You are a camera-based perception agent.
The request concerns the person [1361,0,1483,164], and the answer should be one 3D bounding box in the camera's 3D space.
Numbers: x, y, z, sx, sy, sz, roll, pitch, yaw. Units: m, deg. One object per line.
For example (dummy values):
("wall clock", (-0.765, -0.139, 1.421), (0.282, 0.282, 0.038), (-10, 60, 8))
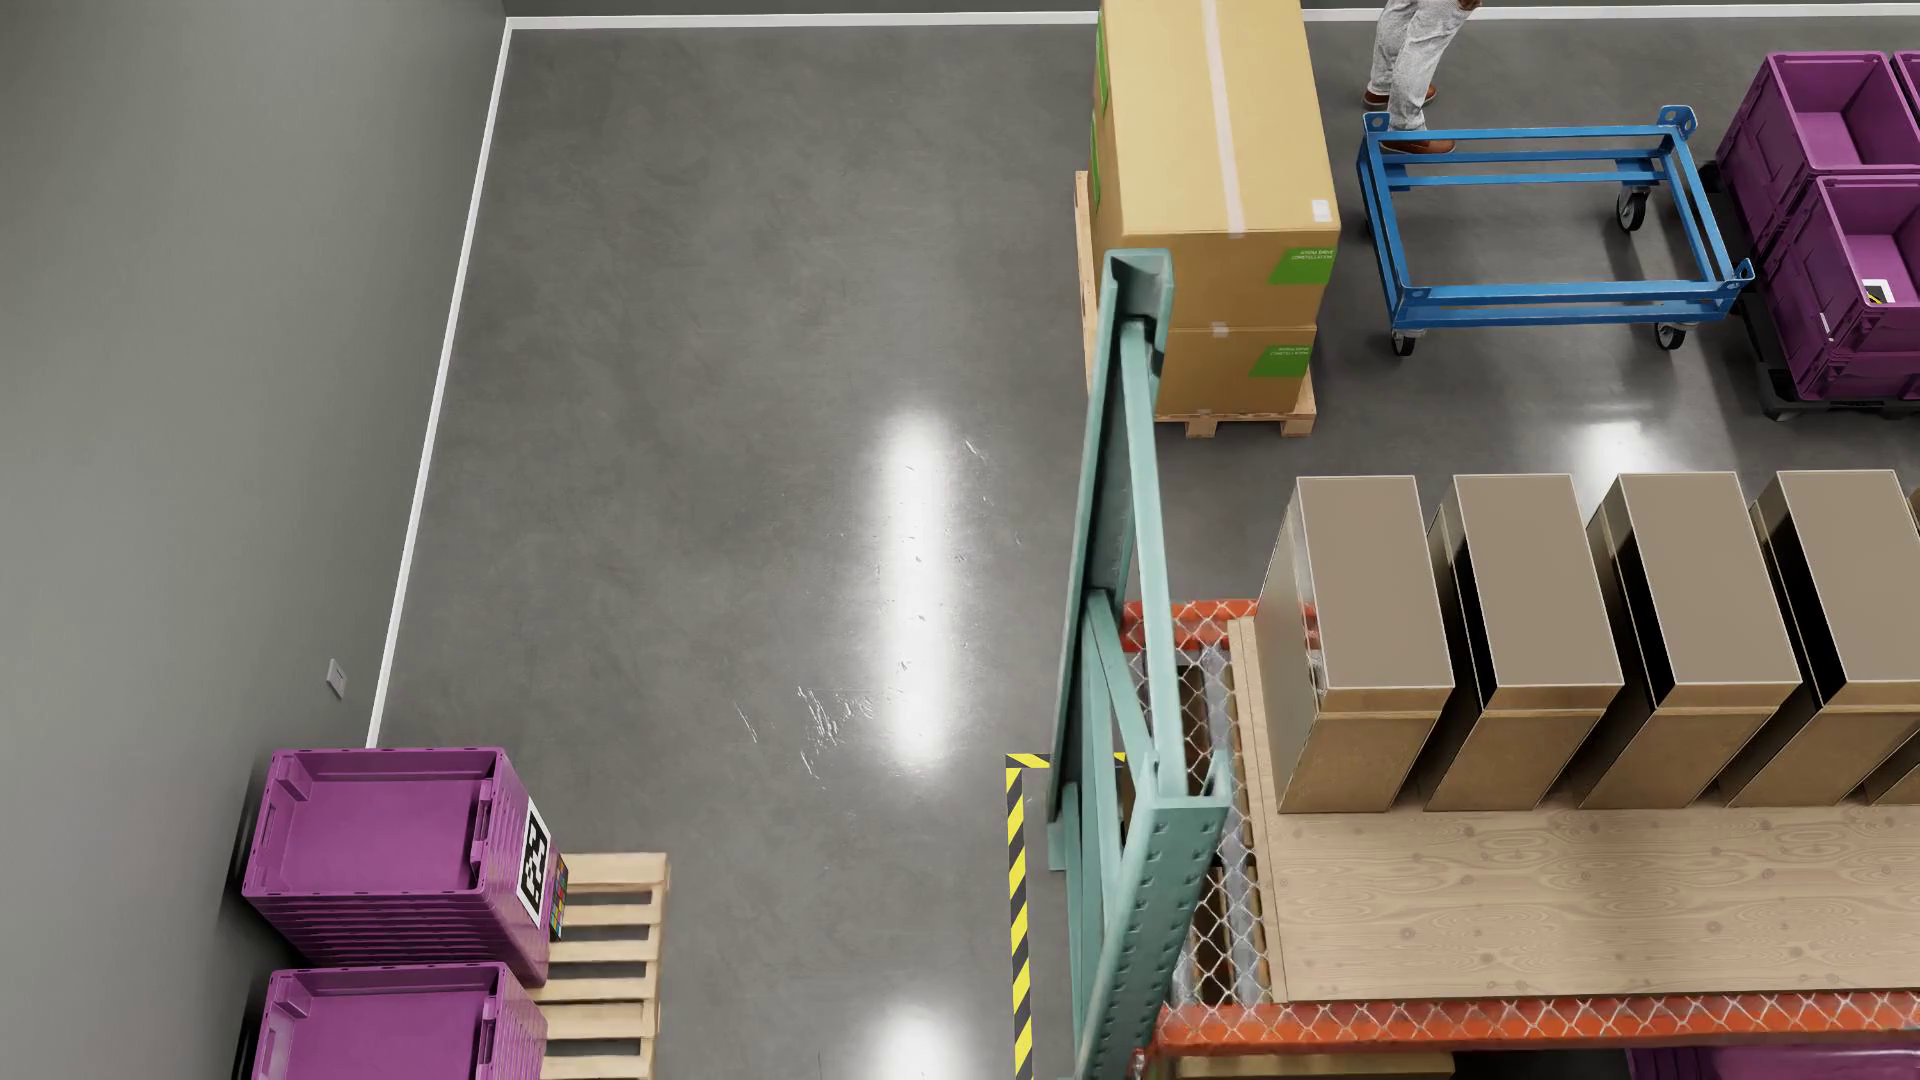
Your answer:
("person", (1.819, -2.238, 6.075), (0.372, 1.940, 0.632), (-3, 58, -2))
